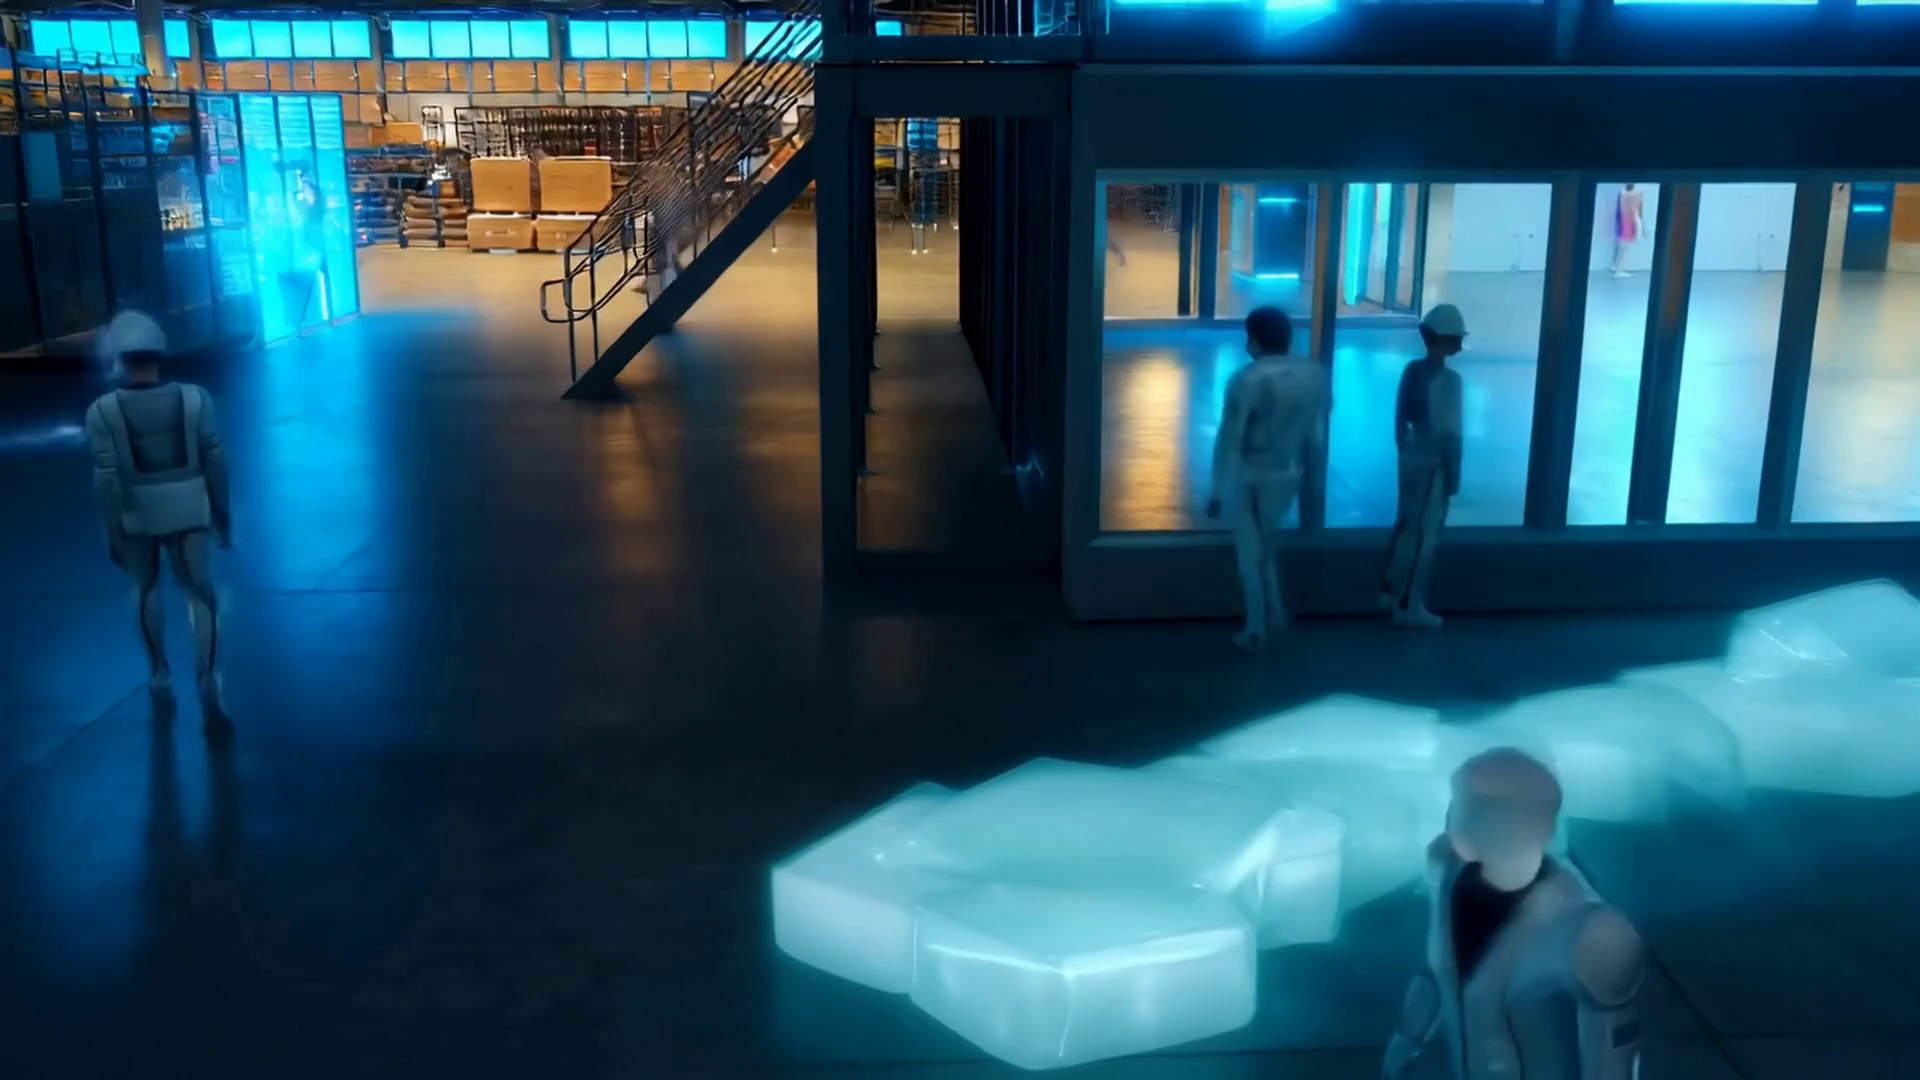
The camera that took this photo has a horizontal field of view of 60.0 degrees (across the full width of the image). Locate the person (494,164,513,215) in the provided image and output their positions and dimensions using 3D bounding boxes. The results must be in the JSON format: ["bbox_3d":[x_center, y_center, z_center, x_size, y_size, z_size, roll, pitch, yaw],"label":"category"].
[{"bbox_3d":[-11.614,-8.653,42.241,0.424,1.738,0.529,4,15,15],"label":"person"}]

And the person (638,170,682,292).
[{"bbox_3d":[-4.940,-5.079,27.408,0.632,1.997,0.970,12,18,39],"label":"person"}]

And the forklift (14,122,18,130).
[{"bbox_3d":[-37.587,-15.103,65.698,1.129,2.768,1.873,-1,14,-2],"label":"forklift"}]

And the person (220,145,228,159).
[{"bbox_3d":[-33.026,-16.754,74.476,0.818,1.809,0.596,1,14,5],"label":"person"}]

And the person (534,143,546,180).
[{"bbox_3d":[-19.378,-17.311,76.526,0.471,1.890,0.678,-1,14,-6],"label":"person"}]

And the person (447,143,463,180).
[{"bbox_3d":[-24.982,-18.677,82.167,0.929,1.810,0.581,-4,15,-17],"label":"person"}]

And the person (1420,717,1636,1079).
[{"bbox_3d":[1.206,1.118,3.367,0.729,1.656,0.540,-4,15,-16],"label":"person"}]

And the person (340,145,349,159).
[{"bbox_3d":[-30.565,-18.747,82.551,0.328,1.750,0.560,4,14,14],"label":"person"}]

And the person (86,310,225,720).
[{"bbox_3d":[-3.700,-0.106,7.736,0.551,1.911,0.826,-9,16,-31],"label":"person"}]

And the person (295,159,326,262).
[{"bbox_3d":[-13.129,-6.676,33.720,0.535,2.000,0.674,-1,14,-2],"label":"person"}]

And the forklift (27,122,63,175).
[{"bbox_3d":[-35.376,-14.773,64.377,1.129,2.768,1.873,-1,14,-2],"label":"forklift"}]

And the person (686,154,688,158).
[{"bbox_3d":[-15.373,-21.344,92.814,0.423,1.818,0.597,-3,14,-12],"label":"person"}]

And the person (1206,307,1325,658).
[{"bbox_3d":[1.561,-0.294,8.641,0.651,1.824,0.471,-12,18,-39],"label":"person"}]

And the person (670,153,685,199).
[{"bbox_3d":[-8.895,-11.278,52.461,0.535,1.868,0.309,-8,16,-29],"label":"person"}]

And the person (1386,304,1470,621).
[{"bbox_3d":[2.644,-0.433,9.325,0.325,1.767,0.533,-5,15,-18],"label":"person"}]

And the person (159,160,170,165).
[{"bbox_3d":[-31.041,-14.420,64.895,0.612,1.931,0.574,12,18,39],"label":"person"}]
